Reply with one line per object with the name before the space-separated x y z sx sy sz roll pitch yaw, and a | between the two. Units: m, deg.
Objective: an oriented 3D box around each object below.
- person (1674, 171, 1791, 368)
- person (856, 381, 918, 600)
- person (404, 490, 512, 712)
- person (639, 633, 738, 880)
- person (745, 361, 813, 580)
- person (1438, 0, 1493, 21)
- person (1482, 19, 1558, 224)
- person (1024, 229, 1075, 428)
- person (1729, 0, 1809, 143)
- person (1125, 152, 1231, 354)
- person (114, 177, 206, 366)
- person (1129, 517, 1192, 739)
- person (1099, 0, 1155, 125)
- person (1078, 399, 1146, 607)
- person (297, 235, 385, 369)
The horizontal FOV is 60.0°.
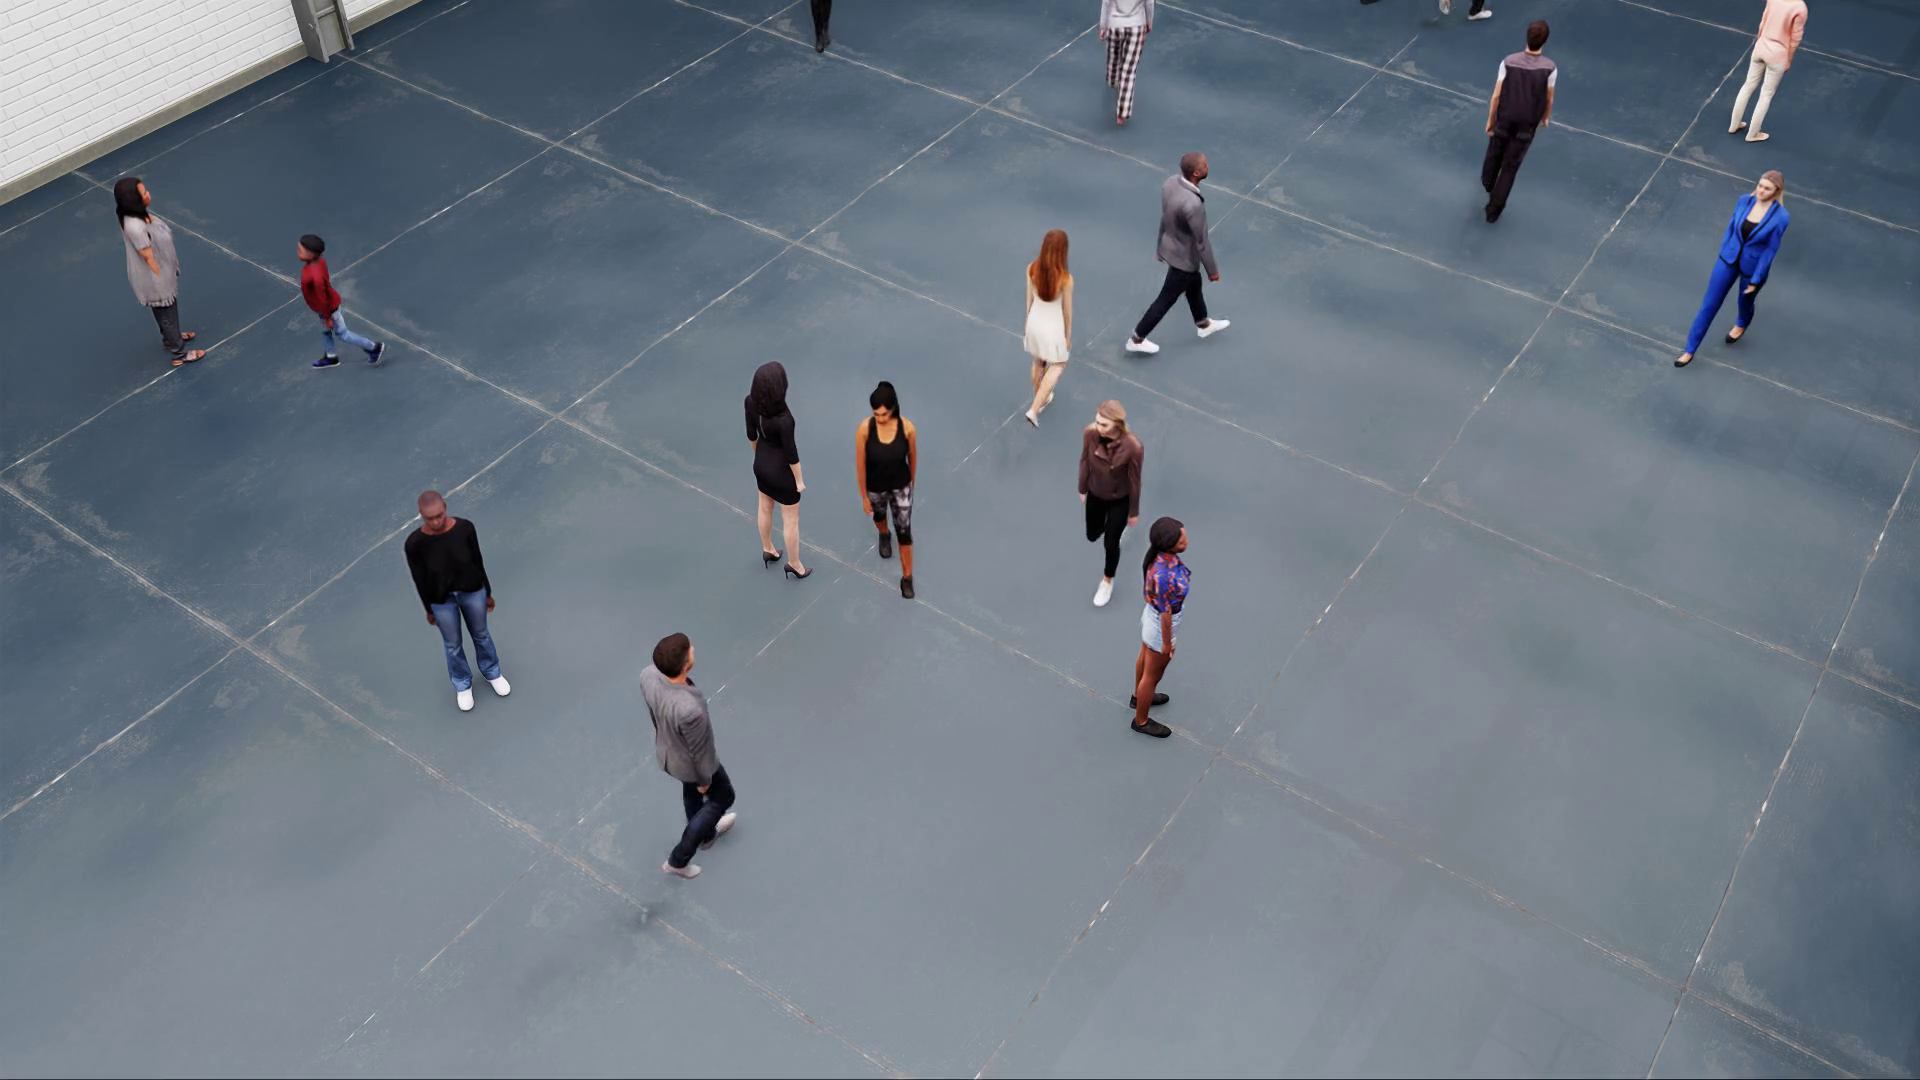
person | 6.289 -2.182 13.247 1.171 1.658 0.764 -33 53 -30
person | -0.526 -0.465 11.459 0.987 1.639 1.083 -6 44 -6
person | -3.193 0.346 10.528 0.616 1.749 0.735 -21 47 -20
person | -1.597 1.261 9.488 0.750 1.857 0.919 33 52 29
person | -1.255 -0.458 11.331 0.604 1.806 0.511 31 52 28
person | 5.451 -6.287 17.494 1.015 1.745 0.869 -18 46 -18
person | 4.892 -3.641 14.662 0.754 1.819 1.045 20 47 19
person | 0.623 -1.544 12.553 0.611 1.692 0.882 21 48 21
person | 7.699 -4.623 15.762 0.666 1.724 0.674 -21 48 -21
person | 1.671 -2.212 13.197 1.248 1.771 1.193 -7 44 -7
person | -6.449 -2.153 13.257 0.773 1.603 0.732 -25 49 -24
person | 1.241 0.518 10.352 0.731 1.743 0.628 1 44 1
person | 1.596 -4.879 15.972 0.973 1.804 1.245 7 44 7
person | 1.050 -0.334 11.287 0.688 1.686 0.879 19 47 19
person | -4.980 -1.885 13.239 0.890 1.240 0.788 -12 45 -12
